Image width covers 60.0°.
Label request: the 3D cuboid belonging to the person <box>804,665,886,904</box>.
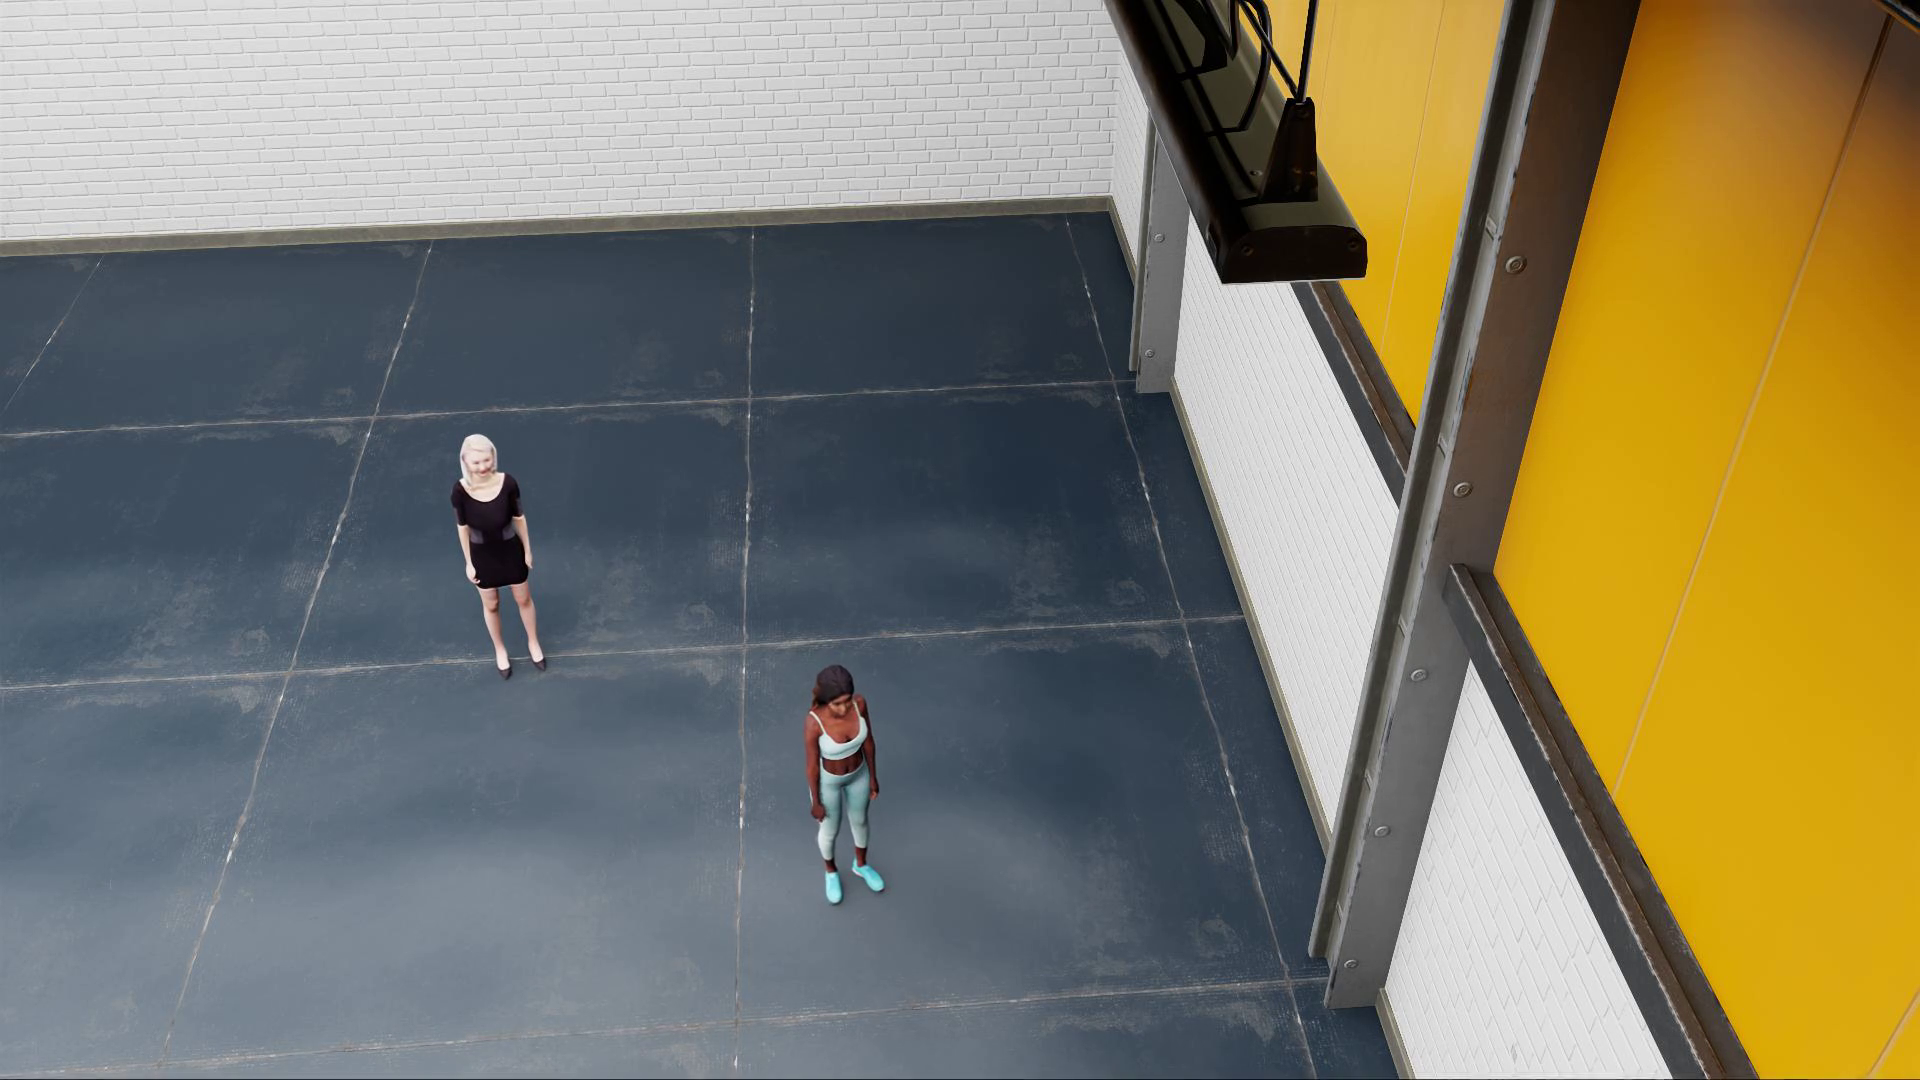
[{"bbox_3d":[-0.653,1.311,9.092,0.647,1.724,0.662,-20,43,-24],"label":"person"}]

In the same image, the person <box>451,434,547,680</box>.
[{"bbox_3d":[-2.929,0.098,10.525,0.624,1.832,0.581,-15,41,-18],"label":"person"}]
